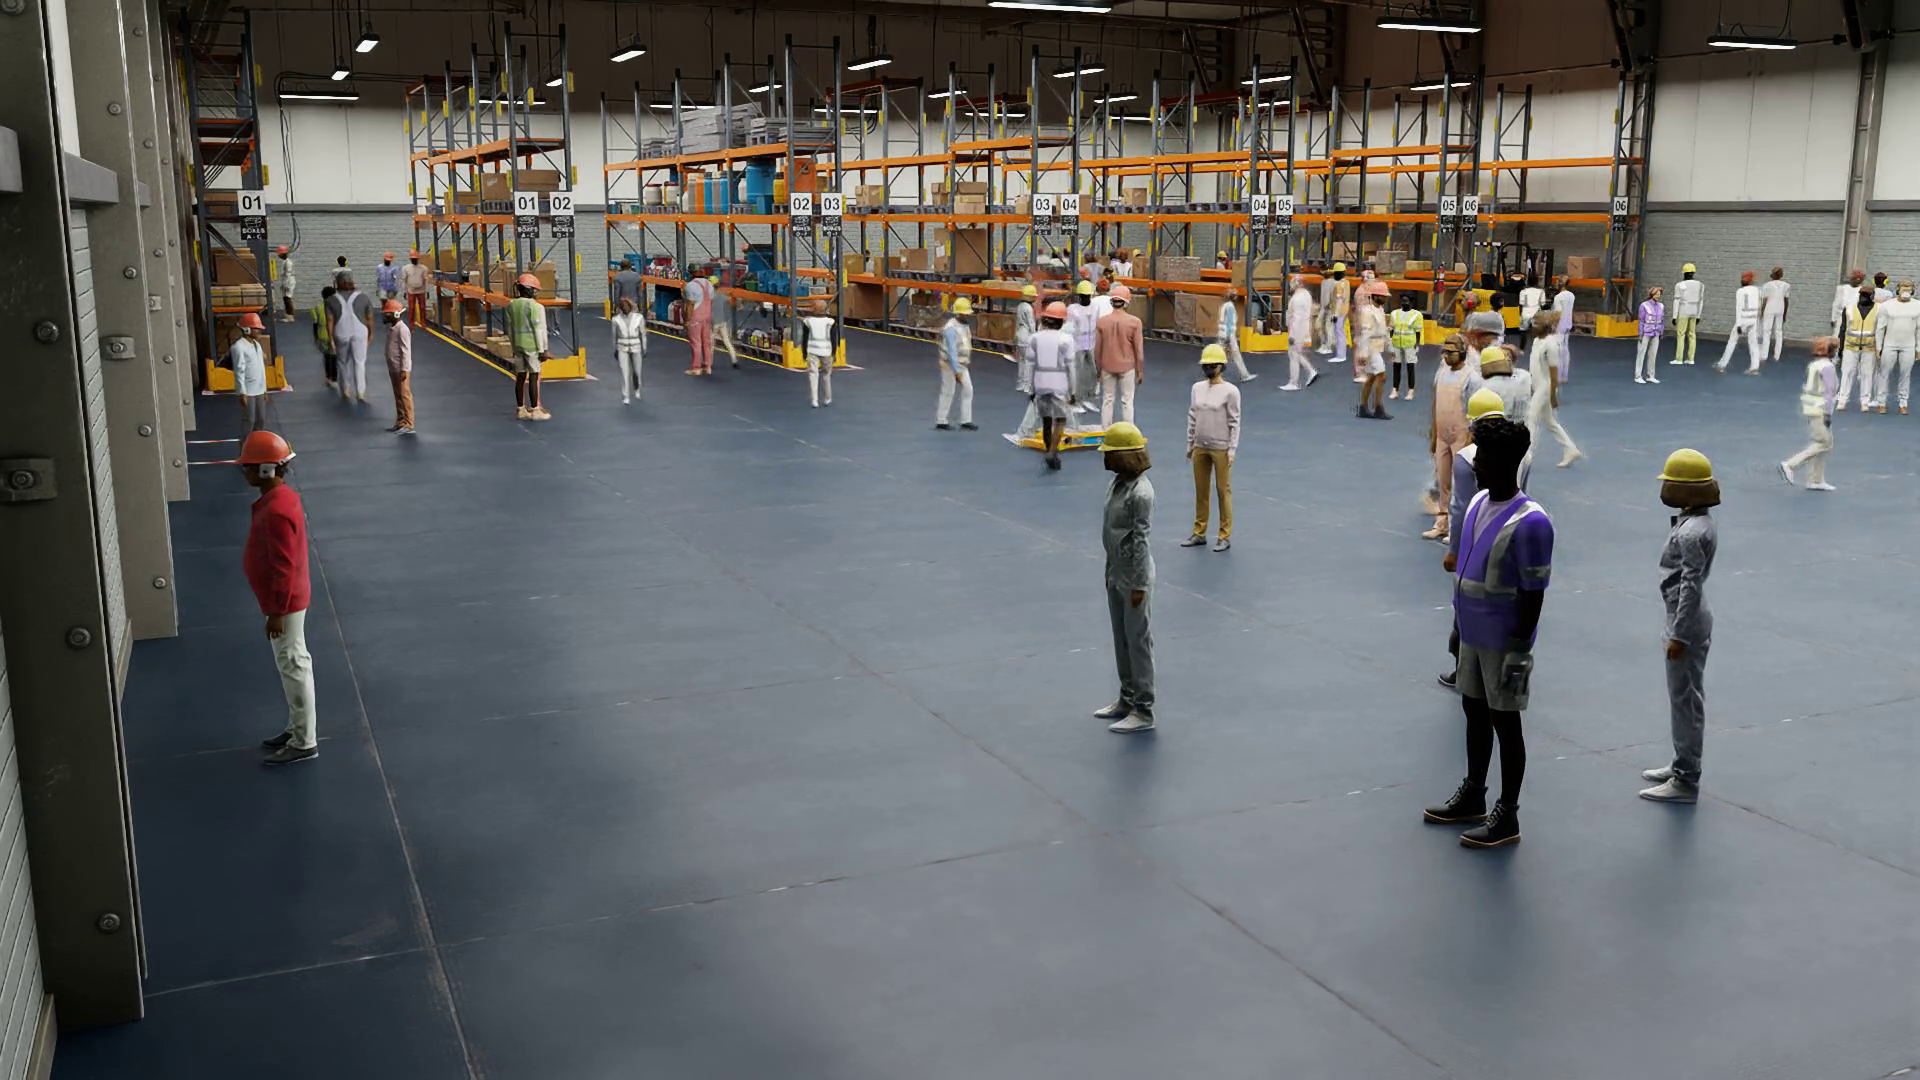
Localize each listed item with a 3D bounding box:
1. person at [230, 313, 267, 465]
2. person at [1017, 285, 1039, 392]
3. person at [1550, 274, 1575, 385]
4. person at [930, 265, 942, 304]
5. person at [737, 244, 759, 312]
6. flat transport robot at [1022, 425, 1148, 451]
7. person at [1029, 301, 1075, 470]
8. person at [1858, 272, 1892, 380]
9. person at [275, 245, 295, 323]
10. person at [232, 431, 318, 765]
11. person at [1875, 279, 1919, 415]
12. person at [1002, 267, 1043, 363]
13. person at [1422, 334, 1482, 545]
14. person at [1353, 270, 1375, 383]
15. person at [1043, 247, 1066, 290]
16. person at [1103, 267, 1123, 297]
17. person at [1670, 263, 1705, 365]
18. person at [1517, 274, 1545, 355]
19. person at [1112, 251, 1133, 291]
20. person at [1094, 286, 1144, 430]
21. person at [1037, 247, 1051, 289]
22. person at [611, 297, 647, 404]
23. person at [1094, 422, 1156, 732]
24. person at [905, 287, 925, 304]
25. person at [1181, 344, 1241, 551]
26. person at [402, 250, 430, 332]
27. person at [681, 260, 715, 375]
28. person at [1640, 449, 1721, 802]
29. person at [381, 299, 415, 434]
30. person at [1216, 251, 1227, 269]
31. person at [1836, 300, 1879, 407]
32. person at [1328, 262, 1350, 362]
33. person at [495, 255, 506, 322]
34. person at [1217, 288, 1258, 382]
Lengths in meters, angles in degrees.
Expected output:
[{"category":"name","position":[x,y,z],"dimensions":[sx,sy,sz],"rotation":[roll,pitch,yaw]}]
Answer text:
[{"category":"person","position":[-8.114,-1.732,19.101],"dimensions":[0.353,1.743,0.571],"rotation":[1,11,4]},{"category":"person","position":[1.090,-3.255,26.870],"dimensions":[0.349,1.726,0.505],"rotation":[-3,12,-16]},{"category":"person","position":[10.114,-3.541,28.024],"dimensions":[0.507,1.846,0.345],"rotation":[-10,15,-41]},{"category":"person","position":[-0.635,-7.061,46.210],"dimensions":[0.390,1.730,0.571],"rotation":[5,12,25]},{"category":"person","position":[-6.228,-7.665,48.638],"dimensions":[0.862,1.982,0.673],"rotation":[6,13,29]},{"category":"flat transport robot","position":[1.542,-1.276,20.528],"dimensions":[1.431,0.197,0.652],"rotation":[-6,13,-28]},{"category":"person","position":[1.029,-1.718,18.621],"dimensions":[0.568,1.913,0.622],"rotation":[5,12,22]},{"category":"person","position":[15.885,-3.709,28.852],"dimensions":[0.326,1.859,0.524],"rotation":[-7,13,-31]},{"category":"person","position":[-17.736,-6.726,43.739],"dimensions":[0.440,2.030,0.636],"rotation":[-9,14,-37]},{"category":"person","position":[-3.590,0.297,8.747],"dimensions":[0.327,1.753,0.562],"rotation":[-4,12,-19]},{"category":"person","position":[13.470,-2.764,23.864],"dimensions":[0.627,1.933,0.366],"rotation":[5,12,23]},{"category":"person","position":[1.370,-4.299,31.891],"dimensions":[1.030,1.843,0.662],"rotation":[2,11,10]},{"category":"person","position":[4.309,-0.881,14.525],"dimensions":[0.343,1.840,0.502],"rotation":[-5,12,-25]},{"category":"person","position":[6.908,-3.632,28.325],"dimensions":[0.406,1.911,0.637],"rotation":[4,12,20]},{"category":"person","position":[2.682,-7.366,47.317],"dimensions":[0.618,1.893,0.683],"rotation":[-7,13,-32]},{"category":"person","position":[3.043,-4.549,33.255],"dimensions":[0.562,1.812,0.977],"rotation":[0,11,-1]},{"category":"person","position":[13.846,-4.297,31.689],"dimensions":[0.589,1.920,0.397],"rotation":[-2,11,-9]},{"category":"person","position":[11.482,-4.499,33.413],"dimensions":[0.532,1.659,0.887],"rotation":[0,11,2]},{"category":"person","position":[4.257,-6.638,43.664],"dimensions":[0.573,1.885,0.356],"rotation":[-1,11,-6]},{"category":"person","position":[1.951,-2.105,20.345],"dimensions":[0.622,1.992,0.395],"rotation":[4,12,20]},{"category":"person","position":[2.436,-7.860,49.906],"dimensions":[0.637,1.879,0.870],"rotation":[-1,11,-4]},{"category":"person","position":[-5.043,-2.900,25.338],"dimensions":[0.522,1.618,0.631],"rotation":[-2,11,-12]},{"category":"person","position":[0.922,0.202,9.293],"dimensions":[0.331,1.734,0.480],"rotation":[-4,12,-18]},{"category":"person","position":[-1.222,-6.921,45.593],"dimensions":[0.575,1.700,0.932],"rotation":[0,11,-1]},{"category":"person","position":[2.148,-0.784,14.231],"dimensions":[0.330,1.765,0.542],"rotation":[-11,15,-43]},{"category":"person","position":[-13.153,-6.013,40.246],"dimensions":[0.626,1.986,0.414],"rotation":[-5,12,-24]},{"category":"person","position":[-4.723,-3.966,29.685],"dimensions":[0.536,2.000,0.674],"rotation":[6,13,30]},{"category":"person","position":[3.538,0.418,8.170],"dimensions":[0.322,1.741,0.489],"rotation":[6,13,27]},{"category":"person","position":[-7.383,-2.275,21.827],"dimensions":[0.329,1.751,0.563],"rotation":[-8,14,-36]},{"category":"person","position":[7.580,-7.515,48.420],"dimensions":[0.330,1.768,0.526],"rotation":[3,11,14]},{"category":"person","position":[13.470,-2.808,24.918],"dimensions":[0.826,1.586,0.520],"rotation":[8,13,34]},{"category":"person","position":[7.341,-4.407,32.220],"dimensions":[0.381,1.924,0.593],"rotation":[5,12,26]},{"category":"person","position":[-12.157,-6.677,44.167],"dimensions":[0.308,1.769,0.524],"rotation":[-6,13,-27]},{"category":"person","position":[4.638,-3.450,28.163],"dimensions":[0.824,1.595,0.545],"rotation":[-1,11,-5]}]
